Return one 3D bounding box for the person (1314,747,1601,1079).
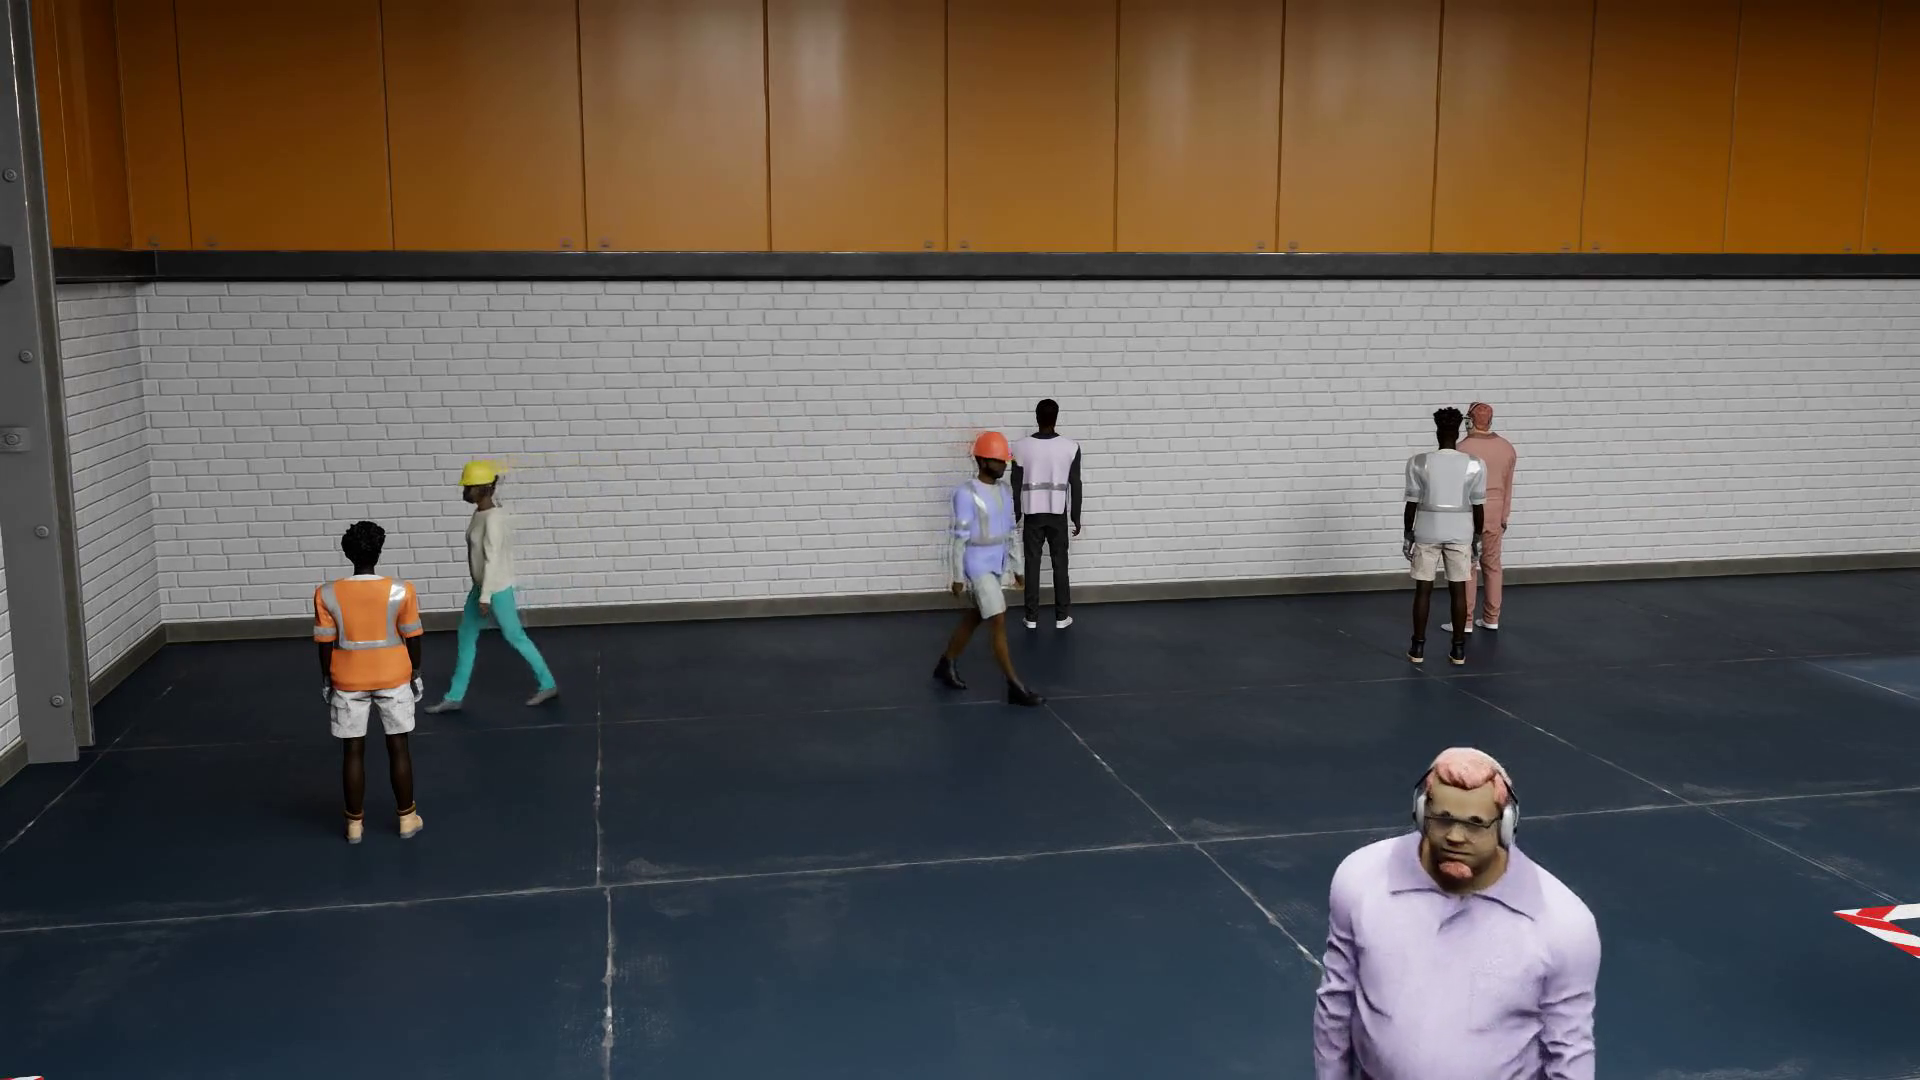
[{"bbox_3d":[1.158,1.414,3.998,0.674,1.891,0.424,5,10,27],"label":"person"}]

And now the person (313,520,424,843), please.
[{"bbox_3d":[-3.076,0.742,8.703,0.541,1.696,0.315,-3,10,-15],"label":"person"}]

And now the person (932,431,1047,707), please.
[{"bbox_3d":[0.171,0.176,11.592,1.005,1.892,0.563,7,12,36],"label":"person"}]

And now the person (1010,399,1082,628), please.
[{"bbox_3d":[0.716,-0.214,13.855,0.596,1.916,0.374,1,9,4],"label":"person"}]

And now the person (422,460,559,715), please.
[{"bbox_3d":[-3.161,0.314,11.234,0.898,1.722,0.536,-5,11,-29],"label":"person"}]

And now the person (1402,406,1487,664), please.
[{"bbox_3d":[3.667,-0.032,12.628,0.607,1.958,0.372,2,10,11],"label":"person"}]

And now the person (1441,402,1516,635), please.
[{"bbox_3d":[4.227,-0.178,13.673,0.643,1.908,0.399,-4,10,-22],"label":"person"}]
